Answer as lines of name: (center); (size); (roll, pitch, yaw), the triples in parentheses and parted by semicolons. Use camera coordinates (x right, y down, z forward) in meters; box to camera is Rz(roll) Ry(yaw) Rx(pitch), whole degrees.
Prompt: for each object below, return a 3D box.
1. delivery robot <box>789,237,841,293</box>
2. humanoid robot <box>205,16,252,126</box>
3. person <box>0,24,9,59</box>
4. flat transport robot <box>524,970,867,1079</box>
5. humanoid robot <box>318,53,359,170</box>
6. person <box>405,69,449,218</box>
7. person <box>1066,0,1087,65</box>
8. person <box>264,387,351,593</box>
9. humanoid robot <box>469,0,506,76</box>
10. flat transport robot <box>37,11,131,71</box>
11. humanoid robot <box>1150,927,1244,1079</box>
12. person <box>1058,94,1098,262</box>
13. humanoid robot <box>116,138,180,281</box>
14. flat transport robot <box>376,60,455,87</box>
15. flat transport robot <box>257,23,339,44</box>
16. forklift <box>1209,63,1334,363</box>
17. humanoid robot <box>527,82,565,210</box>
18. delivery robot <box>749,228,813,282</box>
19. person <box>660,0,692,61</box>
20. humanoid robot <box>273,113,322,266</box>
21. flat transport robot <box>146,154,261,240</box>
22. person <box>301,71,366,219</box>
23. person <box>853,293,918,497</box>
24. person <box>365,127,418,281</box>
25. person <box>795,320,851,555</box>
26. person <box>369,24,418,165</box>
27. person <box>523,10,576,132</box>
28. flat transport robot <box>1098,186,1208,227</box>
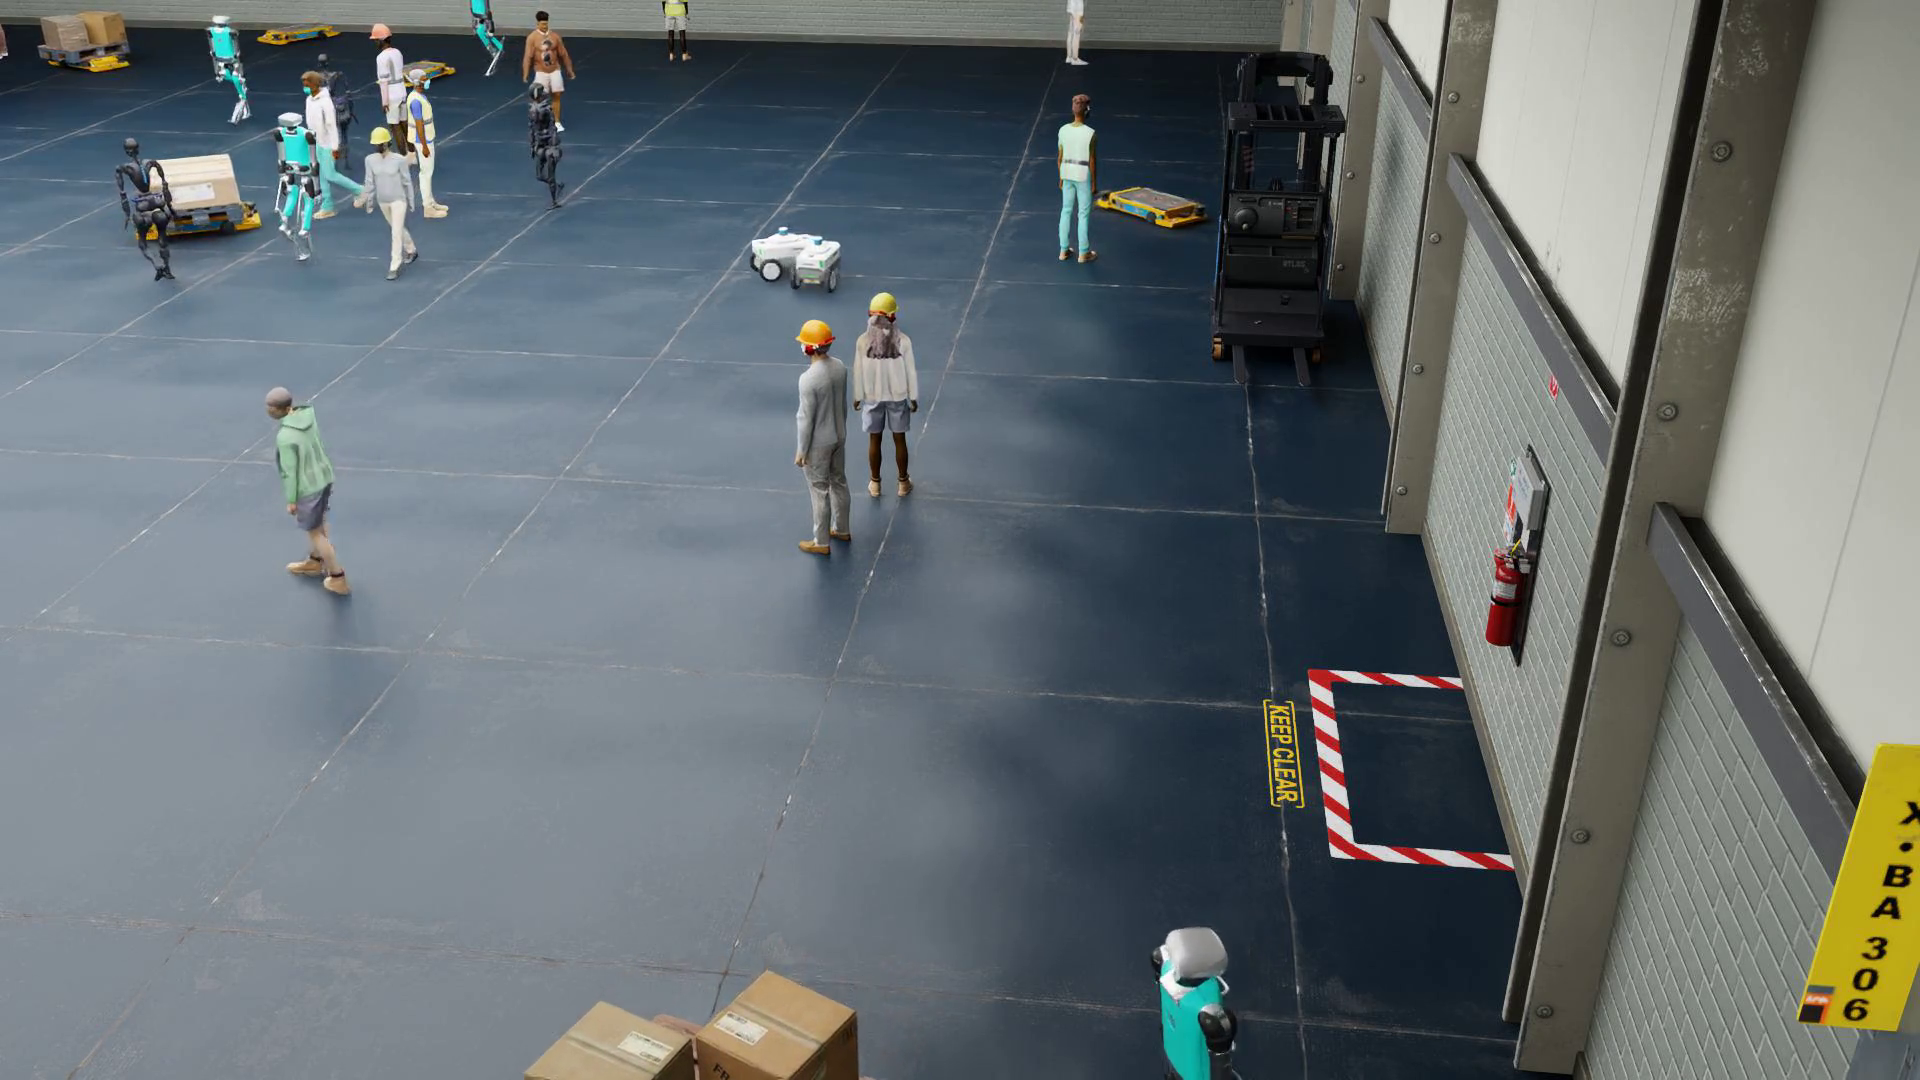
delivery robot: (-1.636, -3.201, 19.187); (0.499, 0.575, 0.754); (6, 27, 12)
humanoid robot: (-11.472, -7.429, 26.331); (0.565, 1.737, 1.028); (5, 27, 9)
person: (-18.402, -10.064, 31.402); (0.414, 1.908, 0.642); (-2, 27, -4)
flat transport robot: (-1.069, 2.830, 7.490); (0.659, 0.231, 1.431); (11, 29, 21)
humanoid robot: (-8.940, -6.125, 23.788); (0.590, 1.642, 0.348); (-9, 28, -18)
person: (-6.970, -5.157, 21.623); (0.382, 1.890, 0.546); (-5, 27, -9)
person: (2.157, -9.818, 30.945); (0.380, 1.876, 0.512); (-7, 27, -13)
person: (-4.914, -0.381, 12.303); (0.630, 1.692, 0.541); (5, 27, 10)
humanoid robot: (-8.444, -9.210, 30.016); (0.573, 1.884, 0.694); (20, 33, 34)
flat transport robot: (-16.221, -8.927, 30.960); (1.431, 0.231, 0.659); (15, 30, 27)
humanoid robot: (1.136, 2.305, 6.883); (0.705, 1.763, 0.541); (-10, 28, -19)
person: (1.396, -4.299, 19.816); (0.489, 1.977, 0.388); (15, 30, 27)
humanoid robot: (-9.300, -3.794, 19.139); (0.428, 1.640, 0.609); (22, 34, 37)
flat transport robot: (-9.762, -8.359, 29.827); (0.659, 0.231, 1.431); (9, 28, 17)
flat transport robot: (-13.323, -10.195, 33.491); (0.659, 0.231, 1.431); (19, 32, 33)
forklift: (3.241, -3.477, 17.183); (1.129, 2.768, 1.873); (3, 27, 6)
humanoid robot: (-5.423, -5.219, 21.988); (0.588, 1.647, 0.460); (19, 32, 33)
delivery robot: (-2.078, -3.368, 19.539); (0.791, 0.592, 0.499); (-10, 28, -20)
person: (-5.342, -9.887, 31.280); (0.541, 1.695, 0.316); (5, 27, 11)
humanoid robot: (-7.891, -4.061, 19.706); (0.542, 1.889, 0.664); (6, 27, 12)
flat transport robot: (-9.747, -4.088, 21.299); (1.431, 0.231, 0.659); (-12, 29, -22)
person: (-8.219, -5.142, 21.593); (0.512, 1.892, 0.656); (21, 33, 35)
person: (-0.626, -1.186, 13.838); (0.543, 1.760, 0.403); (1, 27, 1)
person: (-6.660, -3.991, 19.486); (0.532, 1.720, 0.921); (5, 27, 9)
person: (-1.075, -0.800, 12.936); (0.380, 1.890, 0.562); (16, 31, 29)
person: (-8.152, -6.354, 23.865); (0.407, 2.035, 0.598); (3, 27, 5)
person: (-6.457, -7.347, 26.043); (0.801, 1.843, 0.450); (-13, 29, -24)
flat transport robot: (2.533, -4.399, 21.921); (0.659, 0.231, 1.431); (-19, 32, -33)
